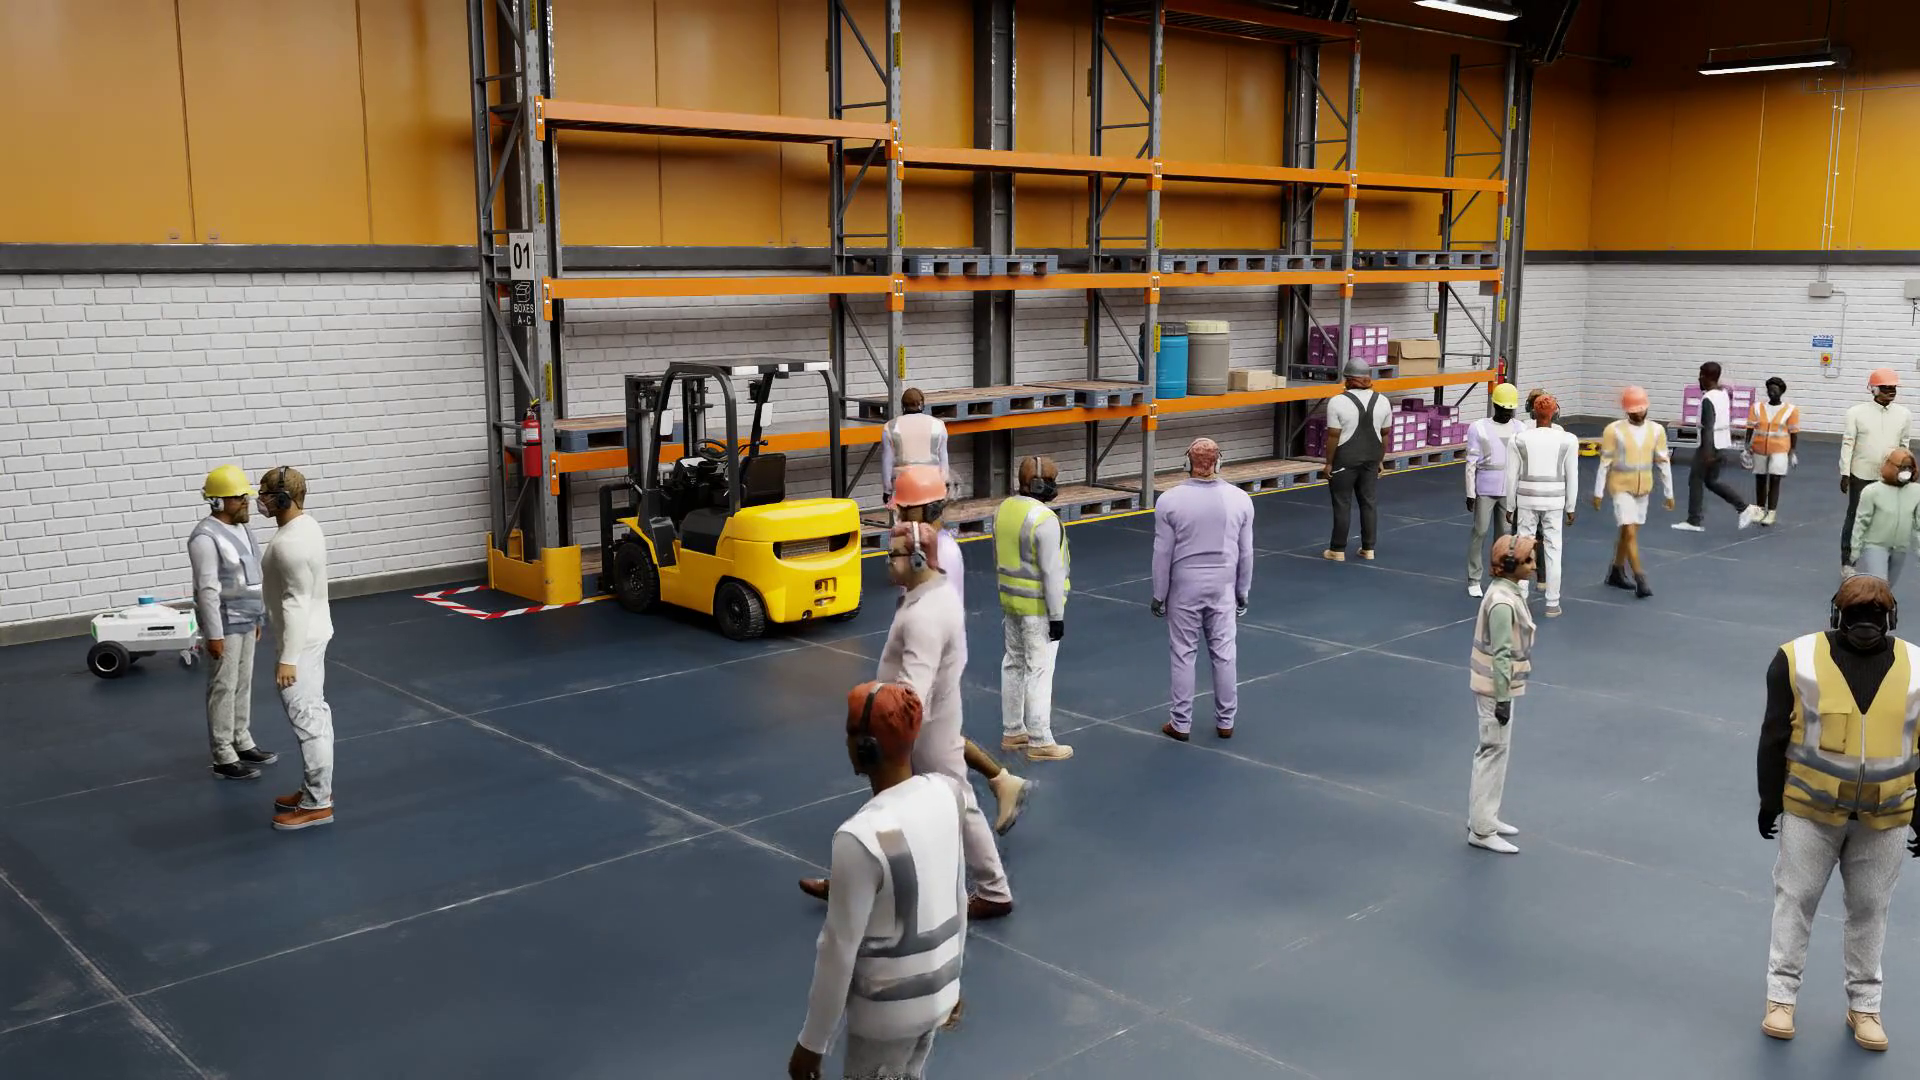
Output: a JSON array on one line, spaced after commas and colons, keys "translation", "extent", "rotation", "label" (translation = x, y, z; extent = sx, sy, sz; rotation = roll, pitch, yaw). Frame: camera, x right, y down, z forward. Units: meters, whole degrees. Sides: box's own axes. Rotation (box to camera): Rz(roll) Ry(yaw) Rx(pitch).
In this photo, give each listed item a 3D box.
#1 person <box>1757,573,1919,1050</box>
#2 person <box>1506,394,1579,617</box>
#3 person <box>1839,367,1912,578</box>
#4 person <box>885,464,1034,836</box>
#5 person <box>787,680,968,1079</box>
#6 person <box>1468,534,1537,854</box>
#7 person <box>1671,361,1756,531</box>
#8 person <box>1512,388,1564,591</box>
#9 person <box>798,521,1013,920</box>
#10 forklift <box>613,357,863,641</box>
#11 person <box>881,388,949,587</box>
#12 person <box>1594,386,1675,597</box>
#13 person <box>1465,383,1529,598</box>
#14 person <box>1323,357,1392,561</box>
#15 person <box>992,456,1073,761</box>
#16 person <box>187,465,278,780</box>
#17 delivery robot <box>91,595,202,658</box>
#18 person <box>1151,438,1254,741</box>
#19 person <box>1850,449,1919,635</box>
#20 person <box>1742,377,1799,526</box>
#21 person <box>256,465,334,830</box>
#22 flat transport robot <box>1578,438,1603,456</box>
[{"translation": [3.406, 1.035, 6.402], "extent": [0.633, 1.843, 0.429], "rotation": [3, 10, 17], "label": "person"}, {"translation": [4.890, -0.285, 14.012], "extent": [0.576, 1.882, 0.355], "rotation": [3, 10, 18], "label": "person"}, {"translation": [8.615, -0.627, 15.672], "extent": [0.622, 1.996, 0.370], "rotation": [1, 10, 4], "label": "person"}, {"translation": [-0.032, 0.604, 8.399], "extent": [0.774, 2.021, 0.631], "rotation": [-1, 10, -7], "label": "person"}, {"translation": [-0.196, 1.310, 4.711], "extent": [0.537, 1.872, 0.611], "rotation": [5, 11, 28], "label": "person"}, {"translation": [2.774, 0.775, 8.543], "extent": [0.314, 1.632, 0.527], "rotation": [3, 10, 19], "label": "person"}, {"translation": [8.303, -1.014, 18.246], "extent": [0.737, 1.894, 0.602], "rotation": [8, 12, 39], "label": "person"}, {"translation": [5.214, -0.453, 15.107], "extent": [0.508, 1.846, 0.345], "rotation": [5, 11, 29], "label": "person"}, {"translation": [-0.222, 0.834, 7.544], "extent": [1.013, 1.848, 0.672], "rotation": [0, 10, -1], "label": "person"}, {"translation": [-1.847, -0.414, 13.852], "extent": [1.214, 2.155, 2.313], "rotation": [-9, 13, -42], "label": "forklift"}, {"translation": [-0.415, -0.477, 15.272], "extent": [0.619, 1.839, 0.430], "rotation": [-1, 10, -8], "label": "person"}, {"translation": [6.075, -0.434, 14.880], "extent": [0.654, 1.873, 0.886], "rotation": [-1, 10, -5], "label": "person"}, {"translation": [4.792, -0.442, 14.828], "extent": [0.585, 1.918, 0.378], "rotation": [-1, 10, -9], "label": "person"}, {"translation": [3.919, -0.814, 16.643], "extent": [0.689, 2.000, 0.538], "rotation": [-3, 10, -15], "label": "person"}, {"translation": [0.454, 0.408, 10.076], "extent": [0.429, 1.840, 0.634], "rotation": [-5, 11, -29], "label": "person"}, {"translation": [-4.247, 0.470, 9.732], "extent": [0.404, 1.833, 0.591], "rotation": [0, 10, -1], "label": "person"}, {"translation": [-5.940, 0.645, 12.173], "extent": [0.707, 0.478, 0.477], "rotation": [-2, 10, -13], "label": "delivery robot"}, {"translation": [1.509, 0.310, 10.458], "extent": [0.648, 1.907, 0.401], "rotation": [-1, 10, -7], "label": "person"}, {"translation": [7.034, 0.111, 12.526], "extent": [0.507, 1.591, 0.802], "rotation": [-1, 10, -3], "label": "person"}, {"translation": [9.168, -1.002, 18.829], "extent": [0.564, 1.692, 0.448], "rotation": [9, 13, 42], "label": "person"}, {"translation": [-3.542, 0.564, 8.876], "extent": [0.372, 1.940, 0.631], "rotation": [-3, 10, -17], "label": "person"}, {"translation": [9.977, -1.447, 25.526], "extent": [1.431, 0.197, 0.652], "rotation": [-3, 10, -16], "label": "flat transport robot"}]
